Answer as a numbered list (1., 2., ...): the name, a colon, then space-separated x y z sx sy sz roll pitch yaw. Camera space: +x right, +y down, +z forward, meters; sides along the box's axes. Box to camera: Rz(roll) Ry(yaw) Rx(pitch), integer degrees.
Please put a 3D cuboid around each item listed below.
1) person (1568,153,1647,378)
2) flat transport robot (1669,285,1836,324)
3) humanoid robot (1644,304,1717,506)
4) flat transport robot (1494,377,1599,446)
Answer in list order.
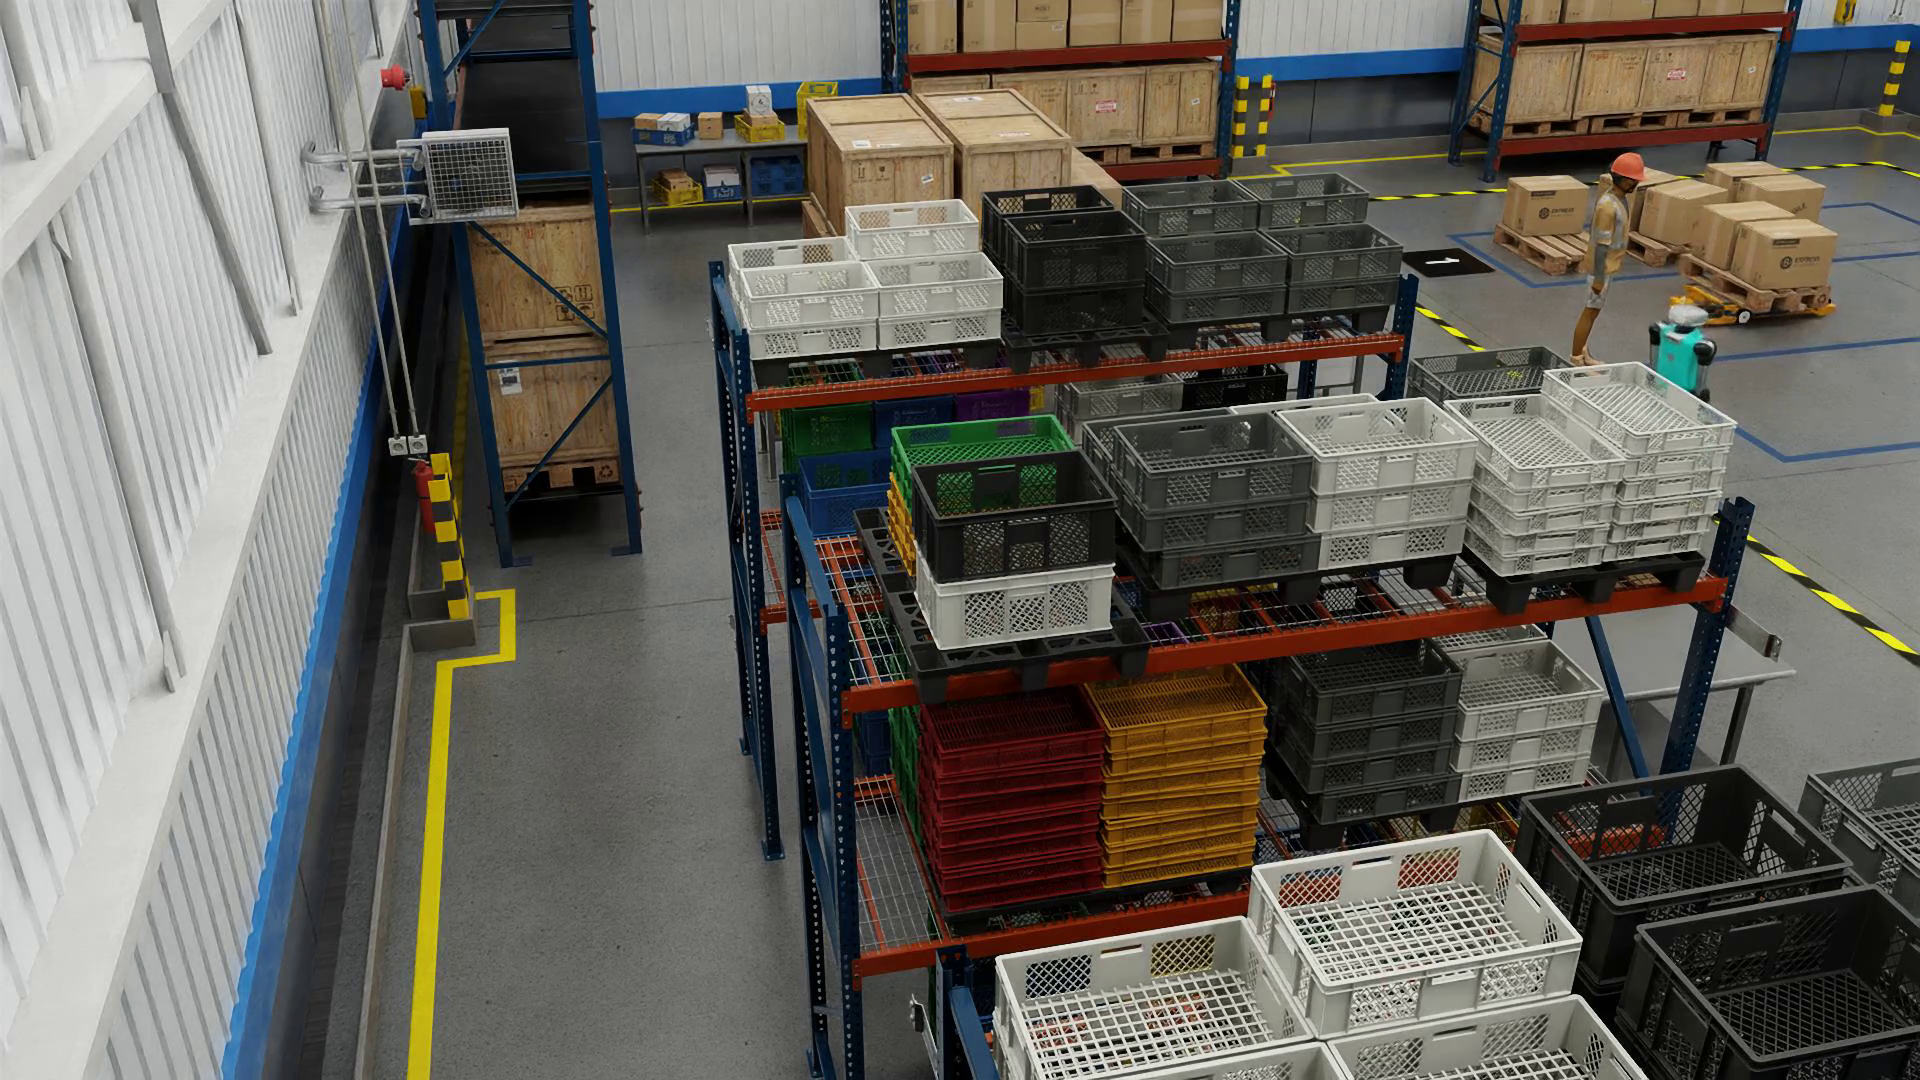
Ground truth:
1. person: 5.740 -2.426 14.750 0.384 2.039 0.613 14 31 25
2. flat transport robot: 7.904 -2.402 16.573 1.431 0.197 0.652 -6 28 -12
3. humanoid robot: 5.340 -0.951 12.255 0.783 1.736 0.627 -14 31 -25
4. flat transport robot: 4.780 -1.036 14.013 0.659 0.231 1.431 -6 28 -12
